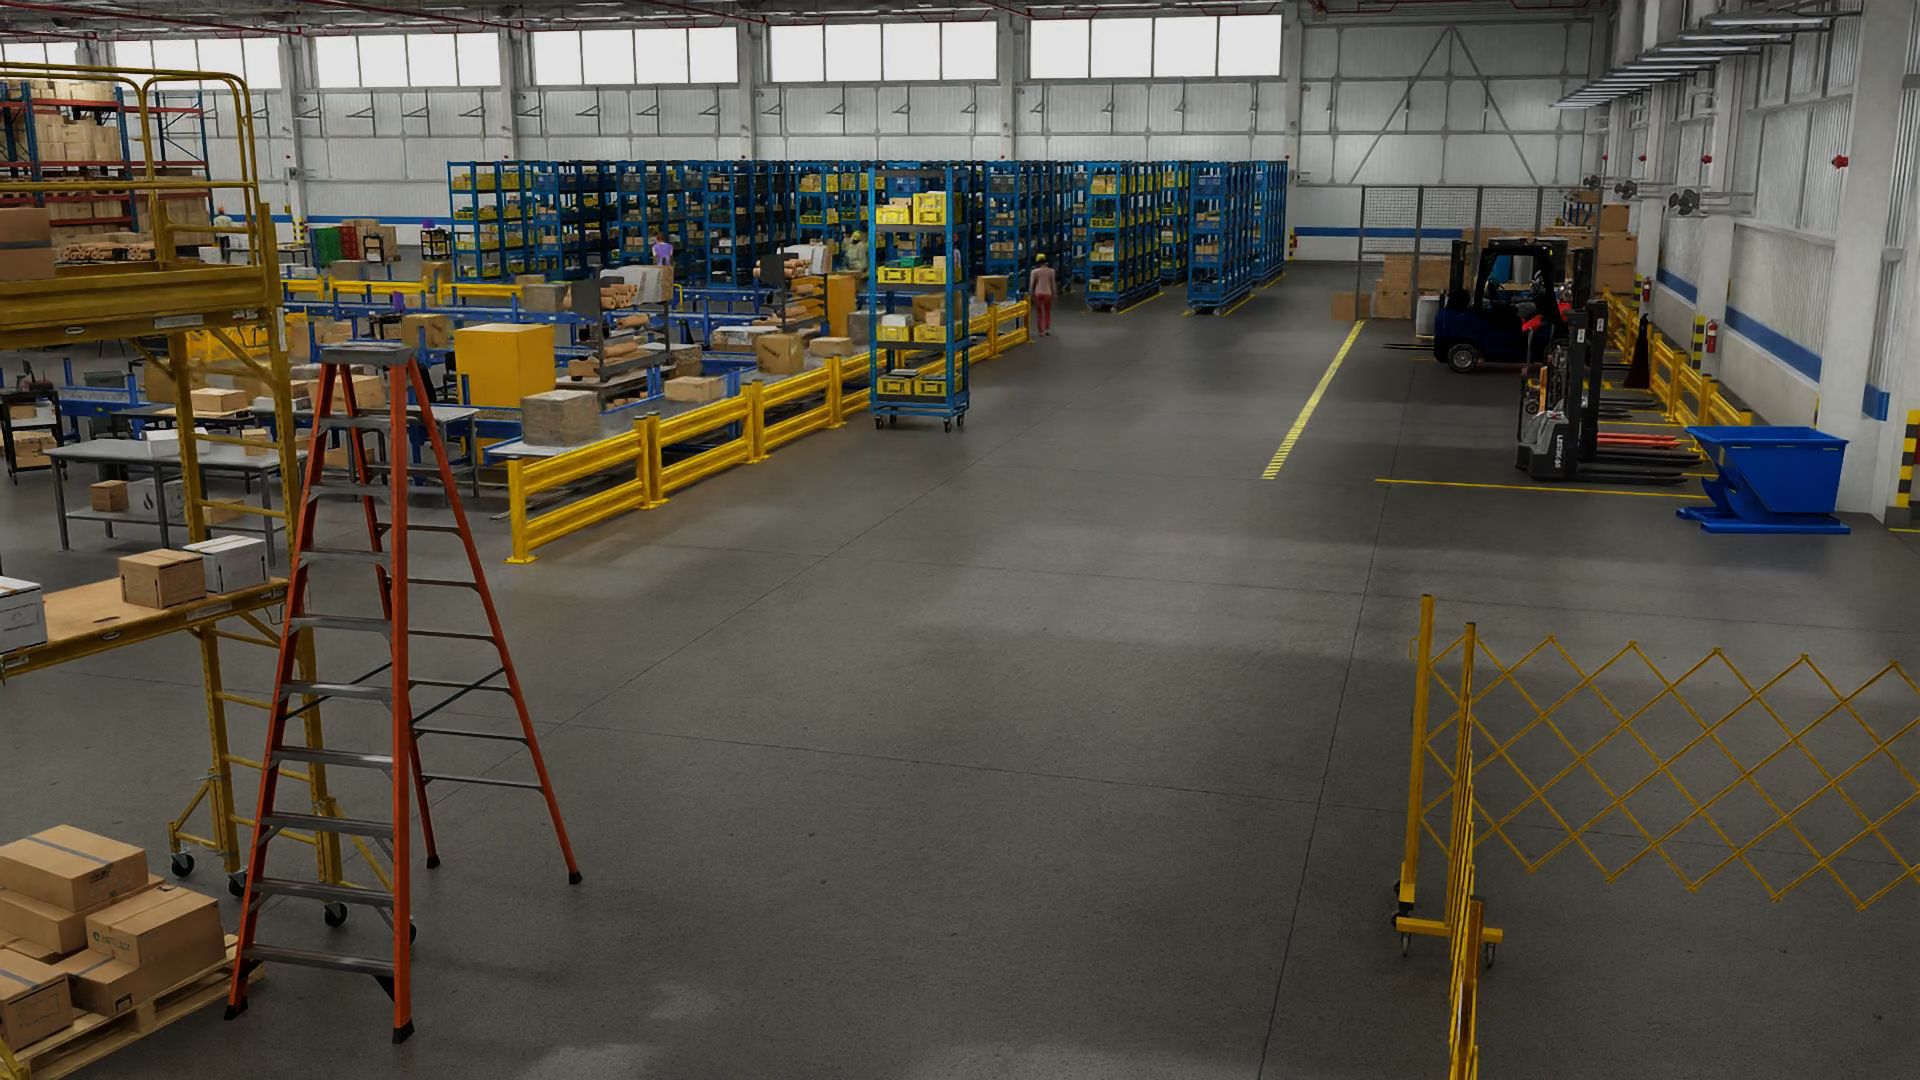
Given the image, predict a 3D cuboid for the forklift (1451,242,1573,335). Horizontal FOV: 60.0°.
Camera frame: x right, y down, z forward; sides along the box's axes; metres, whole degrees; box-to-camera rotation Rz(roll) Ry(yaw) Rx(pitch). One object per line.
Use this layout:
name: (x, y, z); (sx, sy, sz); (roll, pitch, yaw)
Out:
forklift: (10.464, -4.597, 31.405); (2.680, 1.987, 1.157); (4, 14, 16)

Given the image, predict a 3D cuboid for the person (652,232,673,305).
person: (-7.571, -6.921, 42.425); (0.570, 1.843, 0.373); (-10, 16, -36)

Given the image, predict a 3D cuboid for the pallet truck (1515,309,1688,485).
pallet truck: (7.554, -1.677, 19.446); (1.885, 1.965, 0.823); (3, 13, 14)

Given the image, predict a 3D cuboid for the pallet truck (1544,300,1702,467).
pallet truck: (8.263, -1.952, 20.631); (1.885, 1.965, 0.823); (5, 14, 20)

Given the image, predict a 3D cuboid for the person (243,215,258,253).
person: (-26.040, -11.135, 61.091); (0.545, 1.622, 0.364); (-8, 15, -32)

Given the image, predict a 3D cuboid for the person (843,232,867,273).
person: (-2.791, -7.231, 43.884); (0.699, 1.797, 0.425); (10, 16, 36)

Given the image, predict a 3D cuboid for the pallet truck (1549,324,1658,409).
pallet truck: (9.824, -2.669, 25.407); (1.601, 1.201, 0.680); (4, 14, 16)

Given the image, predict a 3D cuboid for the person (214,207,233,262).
person: (-26.316, -10.921, 59.483); (0.620, 1.958, 0.981); (-4, 14, -19)

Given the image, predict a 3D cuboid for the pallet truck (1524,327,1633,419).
pallet truck: (9.065, -2.460, 24.370); (1.522, 1.261, 0.704); (3, 13, 14)

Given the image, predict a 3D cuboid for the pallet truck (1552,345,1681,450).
pallet truck: (8.641, -1.896, 21.908); (1.630, 1.274, 0.653); (4, 14, 16)

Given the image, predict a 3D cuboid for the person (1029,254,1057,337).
person: (1.748, -5.176, 35.136); (0.592, 1.720, 0.709); (-1, 13, -5)

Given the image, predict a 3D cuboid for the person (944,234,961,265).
person: (-0.174, -5.874, 37.489); (0.388, 2.041, 0.616); (1, 13, 6)

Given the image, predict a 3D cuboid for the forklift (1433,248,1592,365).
forklift: (9.780, -4.111, 29.280); (2.680, 1.987, 1.157); (3, 13, 14)
